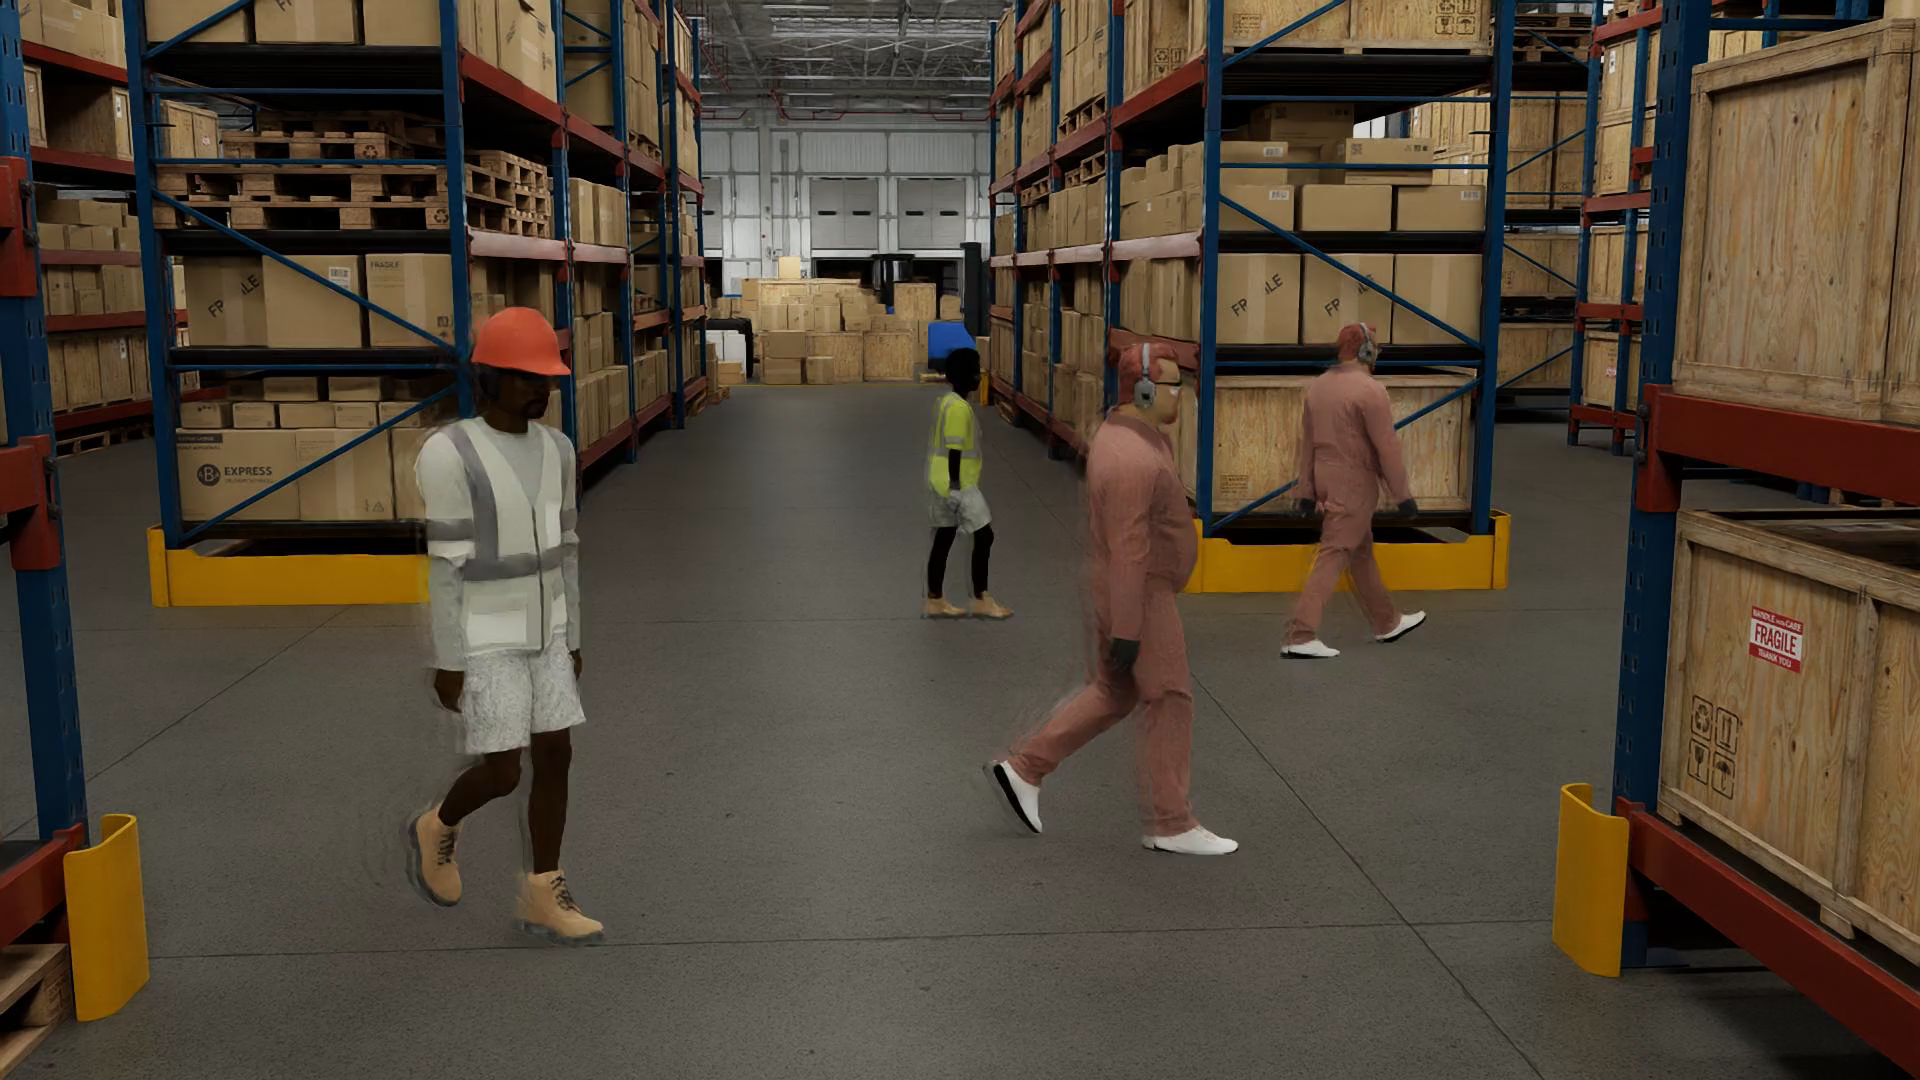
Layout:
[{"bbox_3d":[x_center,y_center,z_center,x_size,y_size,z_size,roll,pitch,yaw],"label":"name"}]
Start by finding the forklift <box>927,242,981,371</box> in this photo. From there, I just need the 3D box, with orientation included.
[{"bbox_3d":[0.257,-5.104,36.376,1.873,2.768,1.129,1,9,5],"label":"forklift"}]

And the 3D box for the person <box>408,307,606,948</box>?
[{"bbox_3d":[-1.450,0.281,5.240,0.623,2.023,0.611,6,11,32],"label":"person"}]

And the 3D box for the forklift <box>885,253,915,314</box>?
[{"bbox_3d":[-1.966,-8.022,54.704,1.129,2.768,1.873,-5,10,-30],"label":"forklift"}]

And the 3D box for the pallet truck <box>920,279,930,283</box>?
[{"bbox_3d":[-0.932,-8.922,63.114,1.885,1.965,0.823,2,9,13],"label":"pallet truck"}]

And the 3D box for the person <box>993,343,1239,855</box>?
[{"bbox_3d":[0.571,0.221,6.074,0.831,1.885,0.640,0,9,-2],"label":"person"}]

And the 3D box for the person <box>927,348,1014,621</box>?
[{"bbox_3d":[0.089,-0.331,10.146,0.656,1.671,0.558,-1,9,-6],"label":"person"}]

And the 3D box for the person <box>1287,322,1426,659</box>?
[{"bbox_3d":[2.242,-0.272,9.252,0.994,1.856,0.647,-3,9,-16],"label":"person"}]
